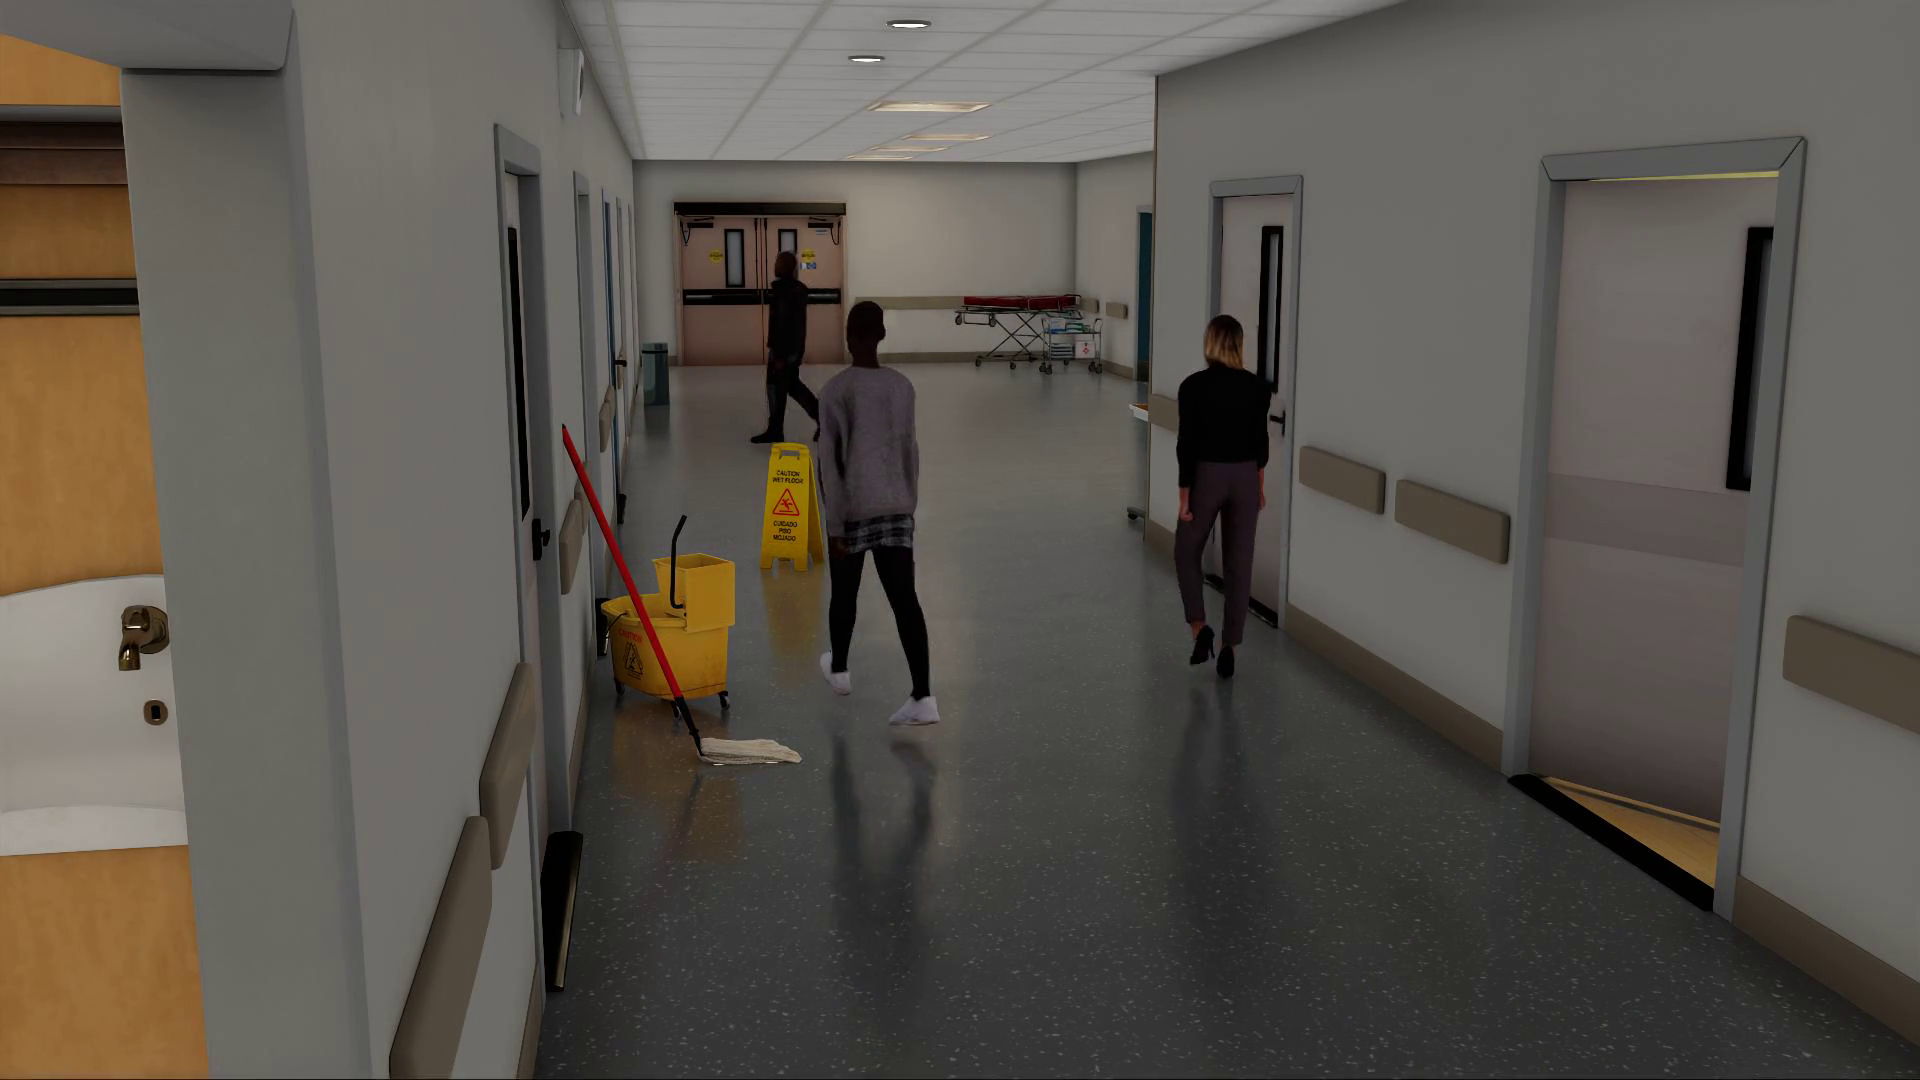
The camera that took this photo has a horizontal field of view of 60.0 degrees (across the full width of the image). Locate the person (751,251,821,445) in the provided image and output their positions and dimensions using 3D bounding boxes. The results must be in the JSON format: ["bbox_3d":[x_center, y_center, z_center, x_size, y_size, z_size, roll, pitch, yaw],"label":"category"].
[{"bbox_3d":[-1.565,-1.829,15.812,0.990,1.827,1.080,2,11,9],"label":"person"}]

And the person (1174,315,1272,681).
[{"bbox_3d":[1.212,-0.173,7.525,0.629,1.664,0.587,-1,11,-3],"label":"person"}]

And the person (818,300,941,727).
[{"bbox_3d":[-0.318,-0.066,6.802,0.918,1.724,1.296,-6,12,-29],"label":"person"}]
